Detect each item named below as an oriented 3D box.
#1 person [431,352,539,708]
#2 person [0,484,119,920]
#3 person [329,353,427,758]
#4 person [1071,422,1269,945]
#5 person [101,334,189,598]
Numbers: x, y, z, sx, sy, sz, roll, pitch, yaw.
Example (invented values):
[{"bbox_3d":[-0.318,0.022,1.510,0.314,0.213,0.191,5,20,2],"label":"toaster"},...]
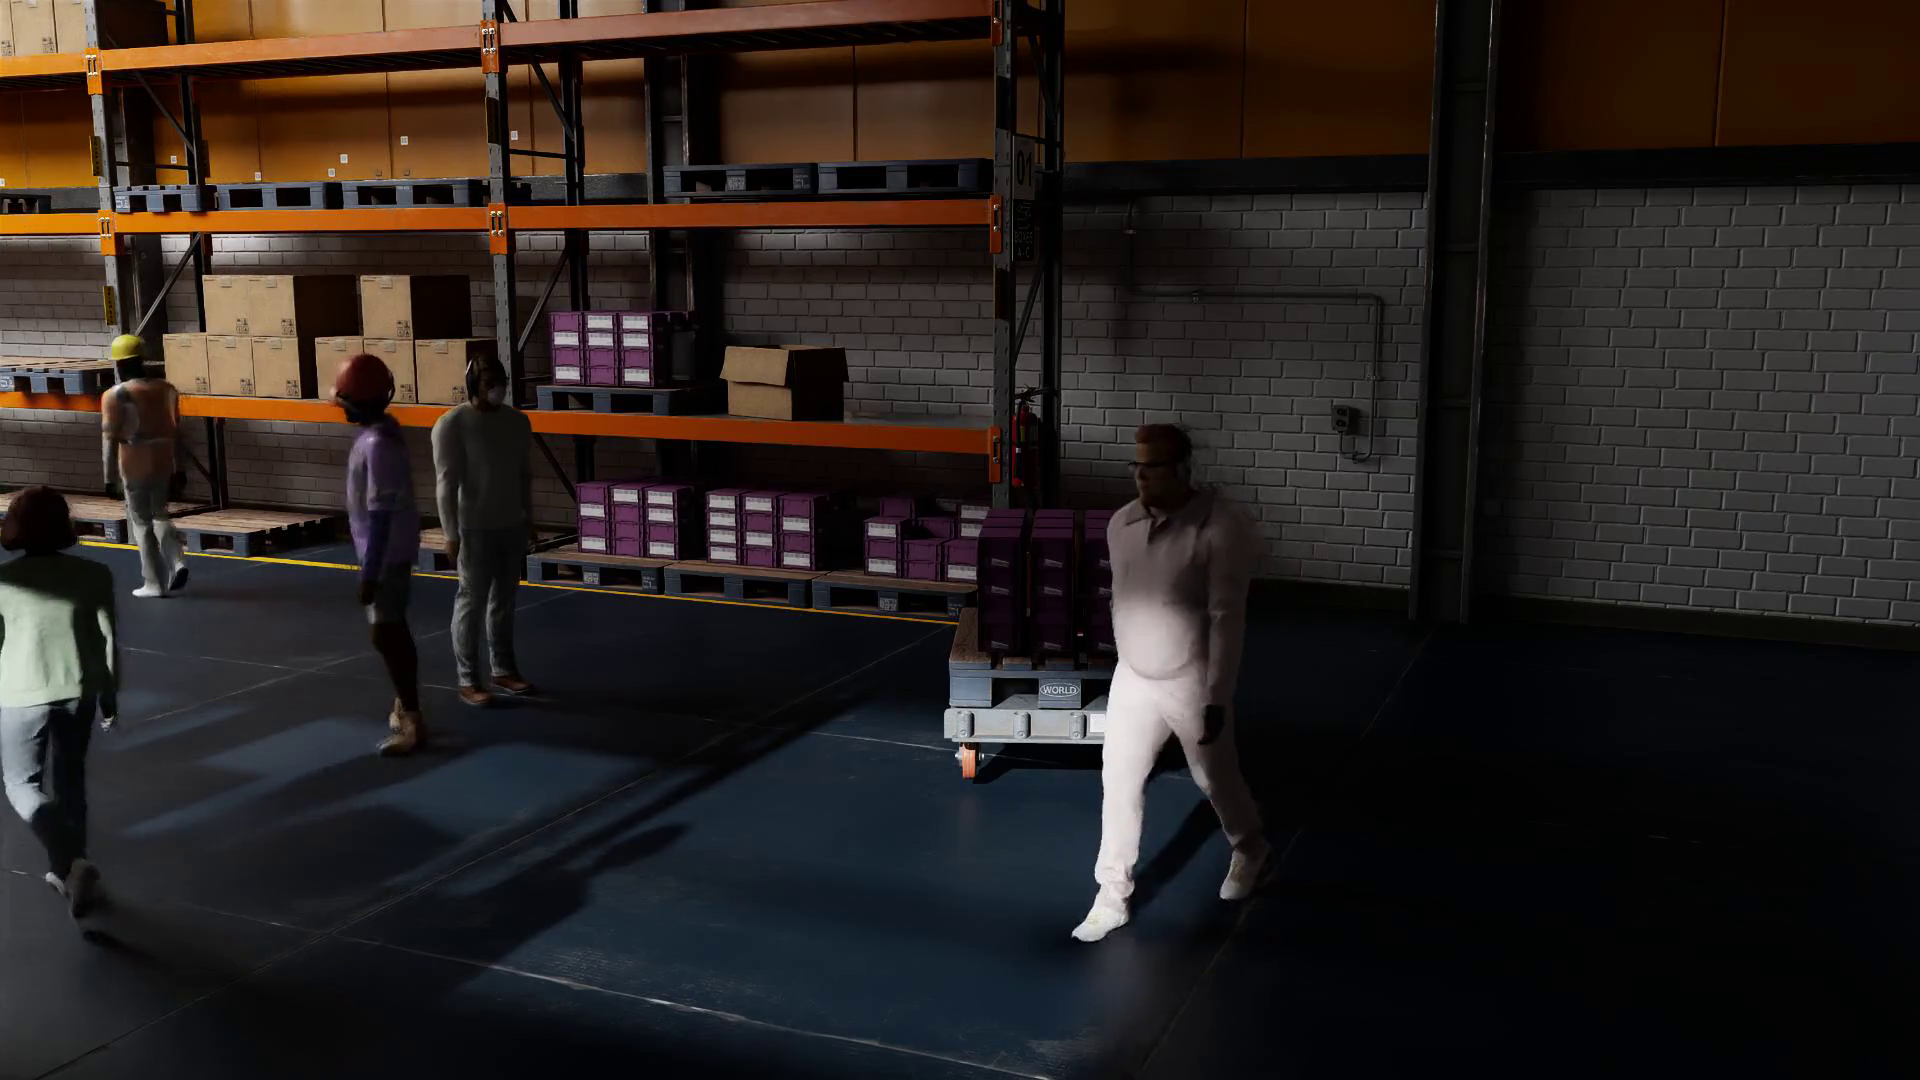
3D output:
[{"bbox_3d":[-2.594,-0.063,9.157,0.353,1.937,0.635,6,11,34],"label":"person"},{"bbox_3d":[-3.362,0.599,6.163,0.664,1.610,0.515,8,12,40],"label":"person"},{"bbox_3d":[-2.880,0.061,8.283,0.367,2.000,0.772,-3,10,-19],"label":"person"},{"bbox_3d":[0.820,0.488,6.097,0.641,1.866,0.947,8,12,39],"label":"person"},{"bbox_3d":[-5.888,-0.522,11.993,0.412,1.906,0.614,5,11,27],"label":"person"}]
